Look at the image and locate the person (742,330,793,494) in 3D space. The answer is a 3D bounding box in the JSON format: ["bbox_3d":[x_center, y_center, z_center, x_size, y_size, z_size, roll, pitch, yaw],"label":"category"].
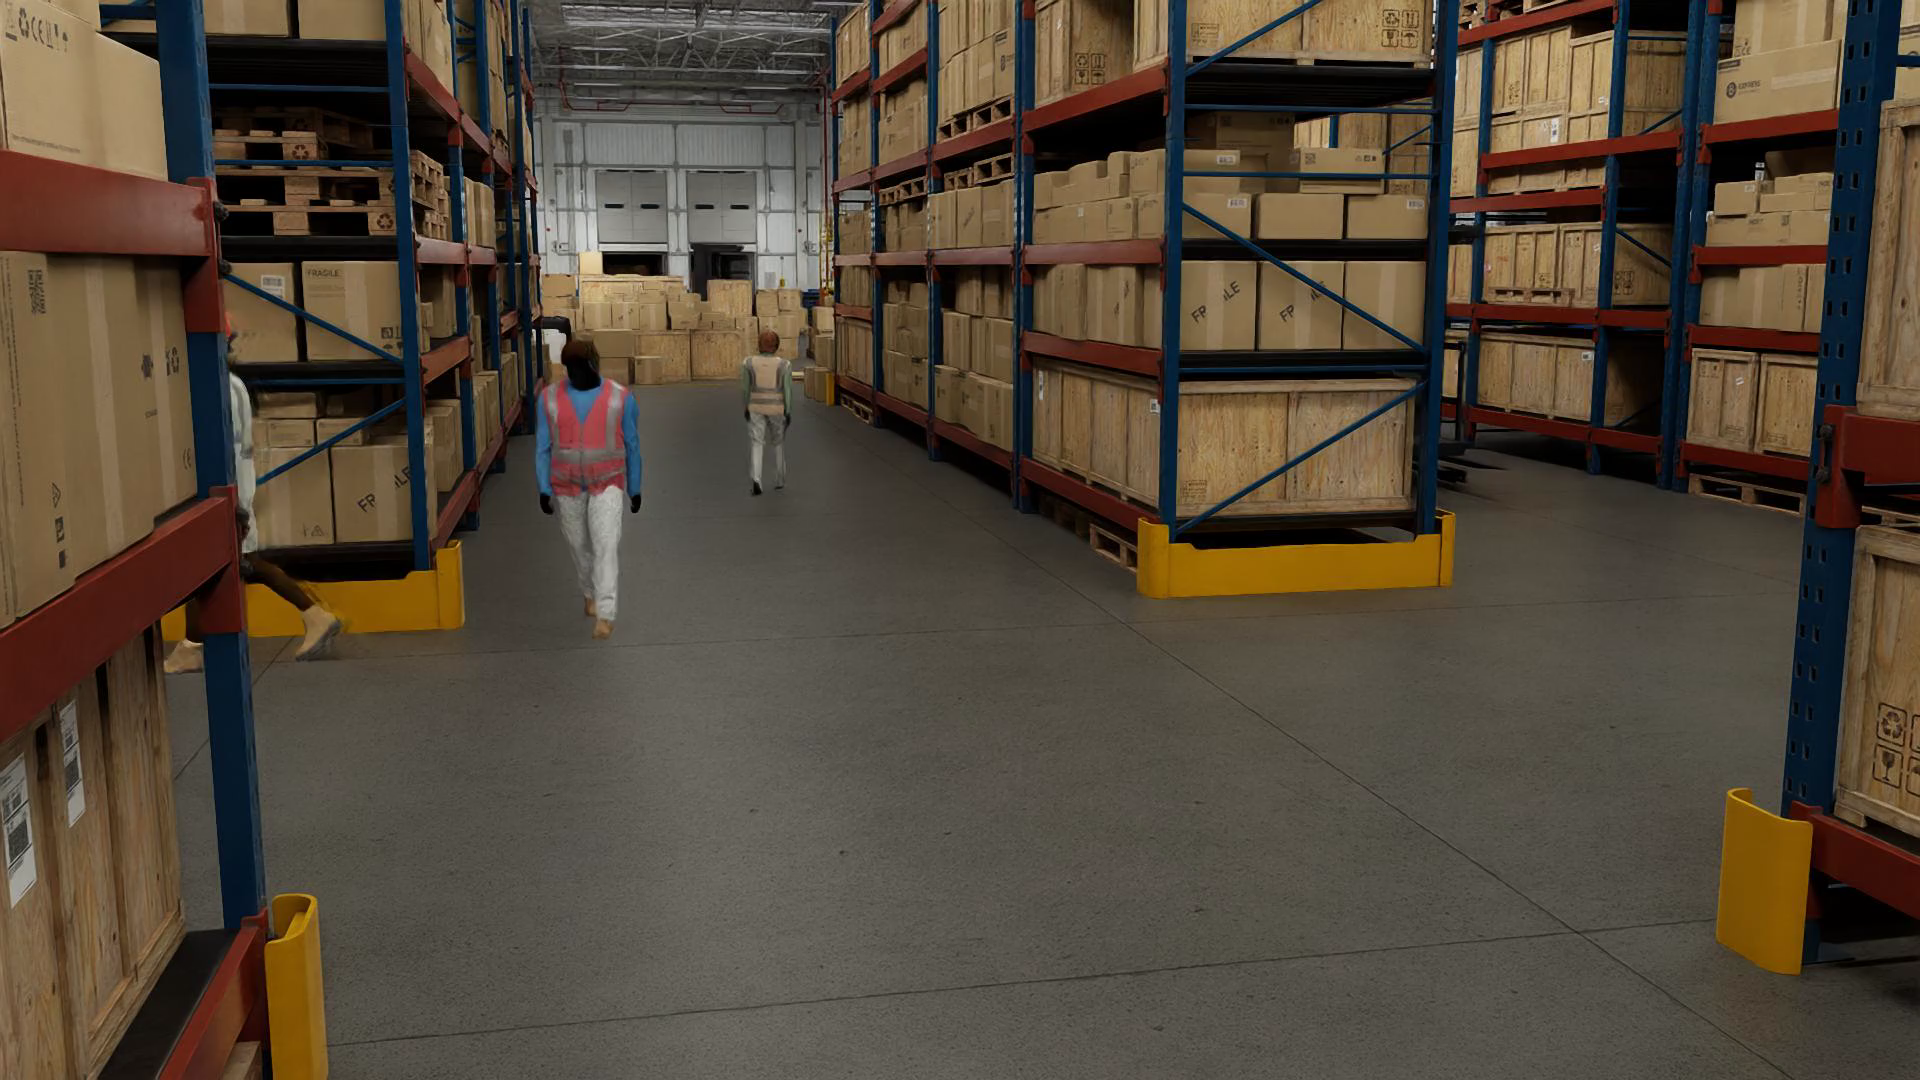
[{"bbox_3d":[-1.904,-1.265,16.406,0.514,1.608,0.786,0,9,1],"label":"person"}]

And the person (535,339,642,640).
[{"bbox_3d":[-2.278,-0.343,10.243,0.627,1.798,0.956,-1,9,-3],"label":"person"}]

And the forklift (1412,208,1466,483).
[{"bbox_3d":[4.383,-2.065,17.413,1.129,2.768,1.873,-2,10,-12],"label":"forklift"}]

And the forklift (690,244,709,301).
[{"bbox_3d":[-6.844,-6.465,44.229,1.873,2.768,1.129,0,9,3],"label":"forklift"}]

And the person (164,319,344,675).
[{"bbox_3d":[-3.966,-0.266,9.122,0.992,2.013,0.619,-3,10,-17],"label":"person"}]

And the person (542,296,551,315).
[{"bbox_3d":[-16.091,-9.162,64.518,0.668,1.614,0.520,-3,10,-18],"label":"person"}]

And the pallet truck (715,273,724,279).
[{"bbox_3d":[-8.580,-8.986,62.280,1.885,1.965,0.823,1,9,5],"label":"pallet truck"}]
